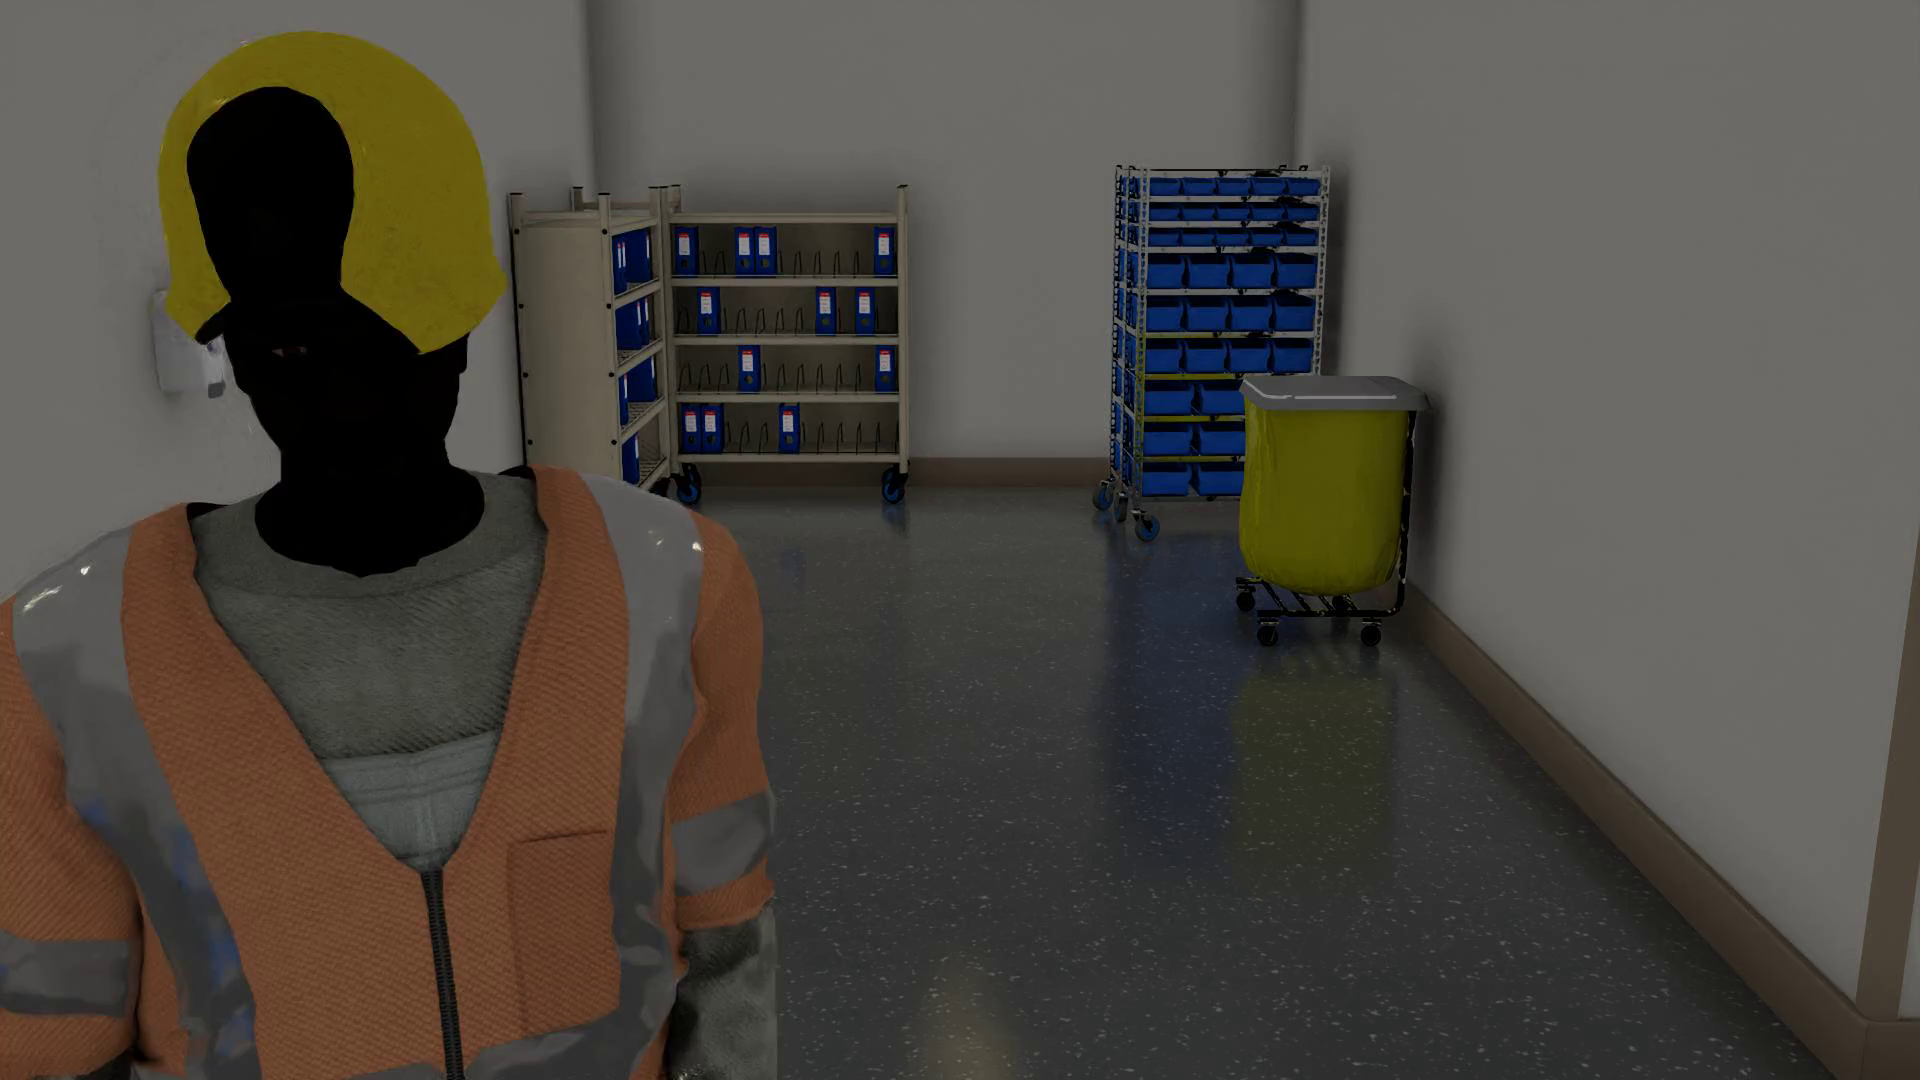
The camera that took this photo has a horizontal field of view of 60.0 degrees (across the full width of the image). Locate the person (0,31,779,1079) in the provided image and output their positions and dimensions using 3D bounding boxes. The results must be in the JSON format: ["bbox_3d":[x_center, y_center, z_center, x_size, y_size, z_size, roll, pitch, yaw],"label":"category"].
[{"bbox_3d":[-0.426,0.590,1.343,0.601,1.911,0.408,-6,15,-24],"label":"person"}]
